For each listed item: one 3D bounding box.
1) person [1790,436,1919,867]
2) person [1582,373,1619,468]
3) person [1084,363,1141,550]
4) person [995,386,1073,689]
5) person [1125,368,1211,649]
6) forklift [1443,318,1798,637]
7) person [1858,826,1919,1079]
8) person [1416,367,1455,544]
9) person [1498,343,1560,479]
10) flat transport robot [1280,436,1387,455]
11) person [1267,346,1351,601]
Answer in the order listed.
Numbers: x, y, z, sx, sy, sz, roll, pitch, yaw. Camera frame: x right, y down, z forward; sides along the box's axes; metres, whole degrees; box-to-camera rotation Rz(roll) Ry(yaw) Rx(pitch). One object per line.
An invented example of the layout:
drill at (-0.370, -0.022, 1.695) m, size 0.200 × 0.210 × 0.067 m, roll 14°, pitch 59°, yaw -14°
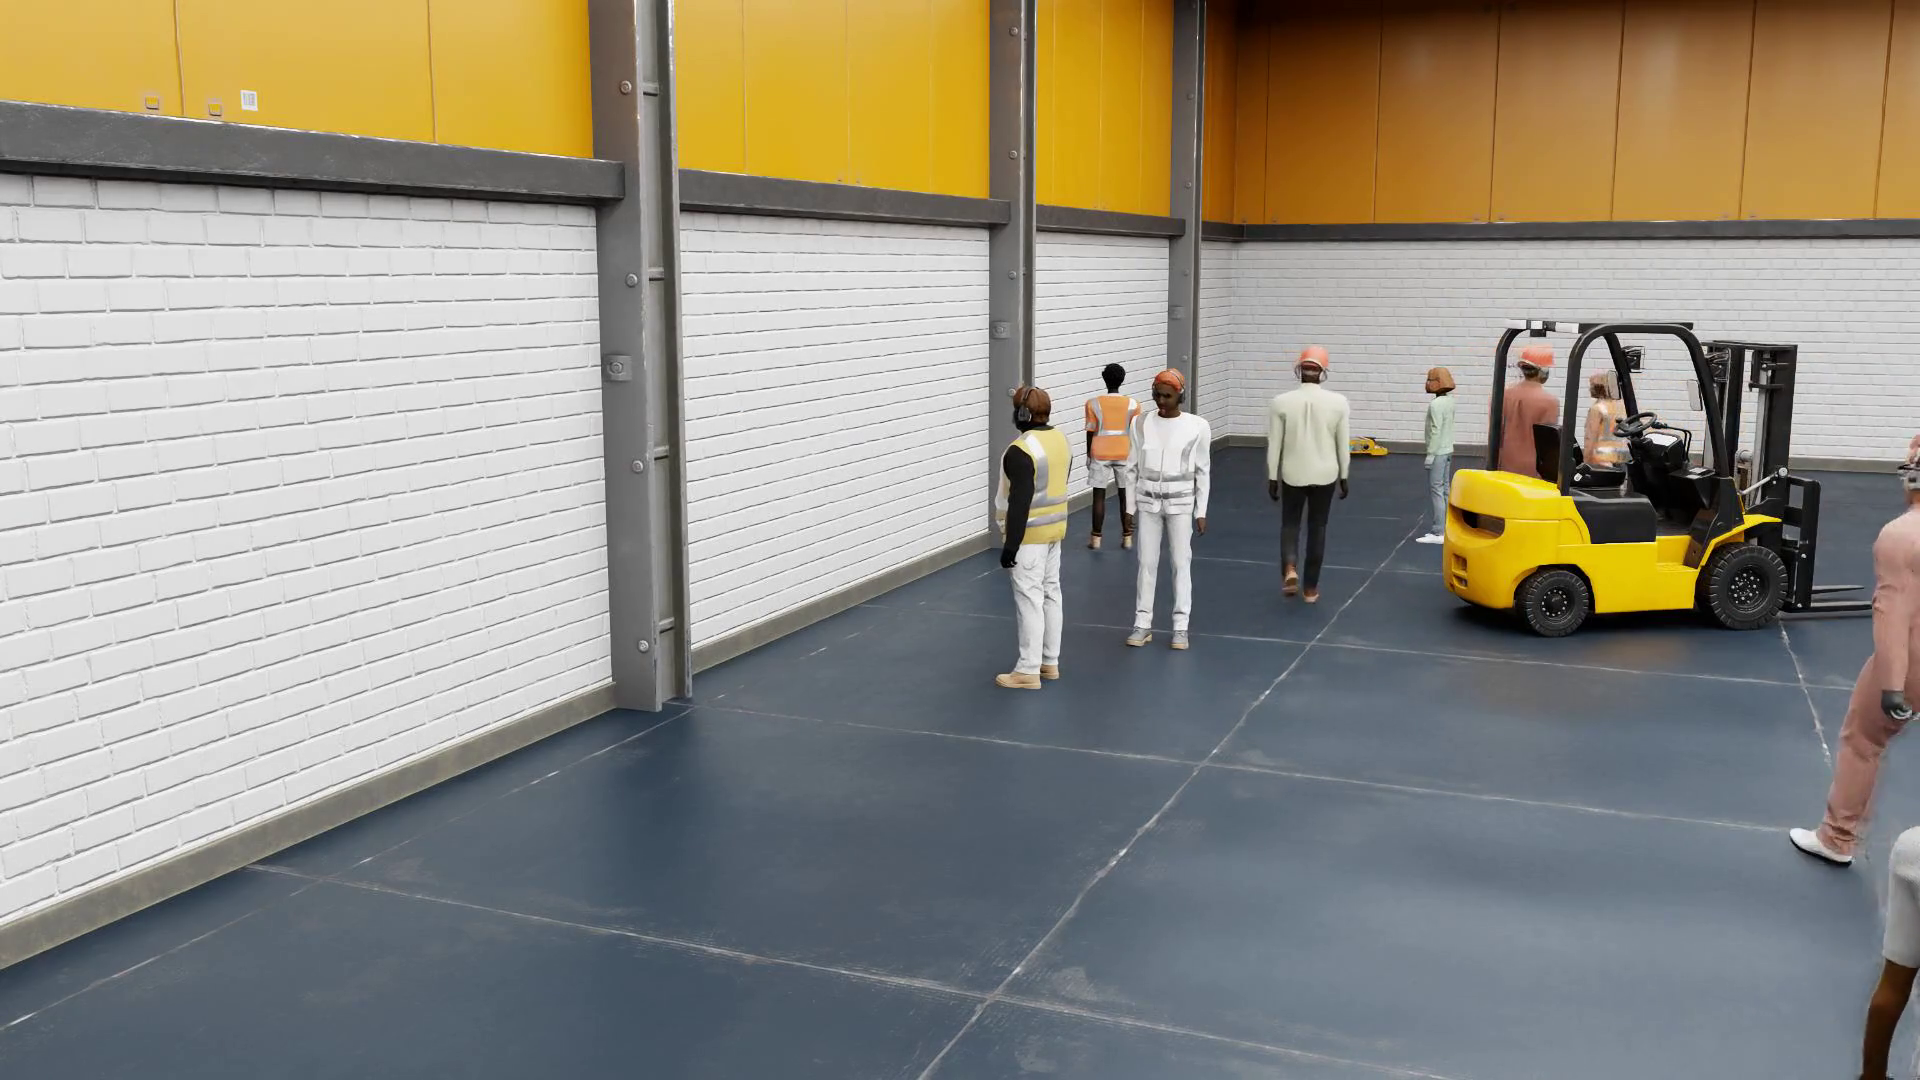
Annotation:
person at (3.931, 0.500, 6.924) m, size 0.651 × 1.875 × 0.868 m, roll -2°, pitch 10°, yaw -12°
person at (5.879, -0.722, 15.131) m, size 0.845 × 1.601 × 0.516 m, roll 7°, pitch 12°, yaw 37°
person at (1.379, -0.749, 15.054) m, size 0.529 × 1.690 × 0.321 m, roll -1°, pitch 9°, yaw -5°
person at (0.429, -0.017, 10.145) m, size 0.429 × 1.845 × 0.622 m, roll 5°, pitch 11°, yaw 30°
person at (1.381, -0.208, 11.168) m, size 0.573 × 1.887 × 0.355 m, roll 3°, pitch 10°, yaw 20°
forklift at (4.706, -0.497, 11.990) m, size 2.313 × 2.155 × 1.214 m, roll -2°, pitch 10°, yaw -10°
person at (1.915, 1.154, 3.091) m, size 0.524 × 1.837 × 0.867 m, roll 9°, pitch 13°, yaw 42°
person at (4.425, -0.783, 15.416) m, size 0.265 × 1.632 × 0.509 m, roll 6°, pitch 11°, yaw 32°
person at (4.443, -0.575, 13.176) m, size 0.920 × 1.963 × 0.623 m, roll -6°, pitch 11°, yaw -31°
flat transport robot at (5.003, -1.284, 22.575) m, size 1.431 × 0.197 × 0.652 m, roll -1°, pitch 9°, yaw -3°
person at (2.656, -0.492, 12.666) m, size 0.619 × 1.964 × 0.482 m, roll 2°, pitch 10°, yaw 14°
